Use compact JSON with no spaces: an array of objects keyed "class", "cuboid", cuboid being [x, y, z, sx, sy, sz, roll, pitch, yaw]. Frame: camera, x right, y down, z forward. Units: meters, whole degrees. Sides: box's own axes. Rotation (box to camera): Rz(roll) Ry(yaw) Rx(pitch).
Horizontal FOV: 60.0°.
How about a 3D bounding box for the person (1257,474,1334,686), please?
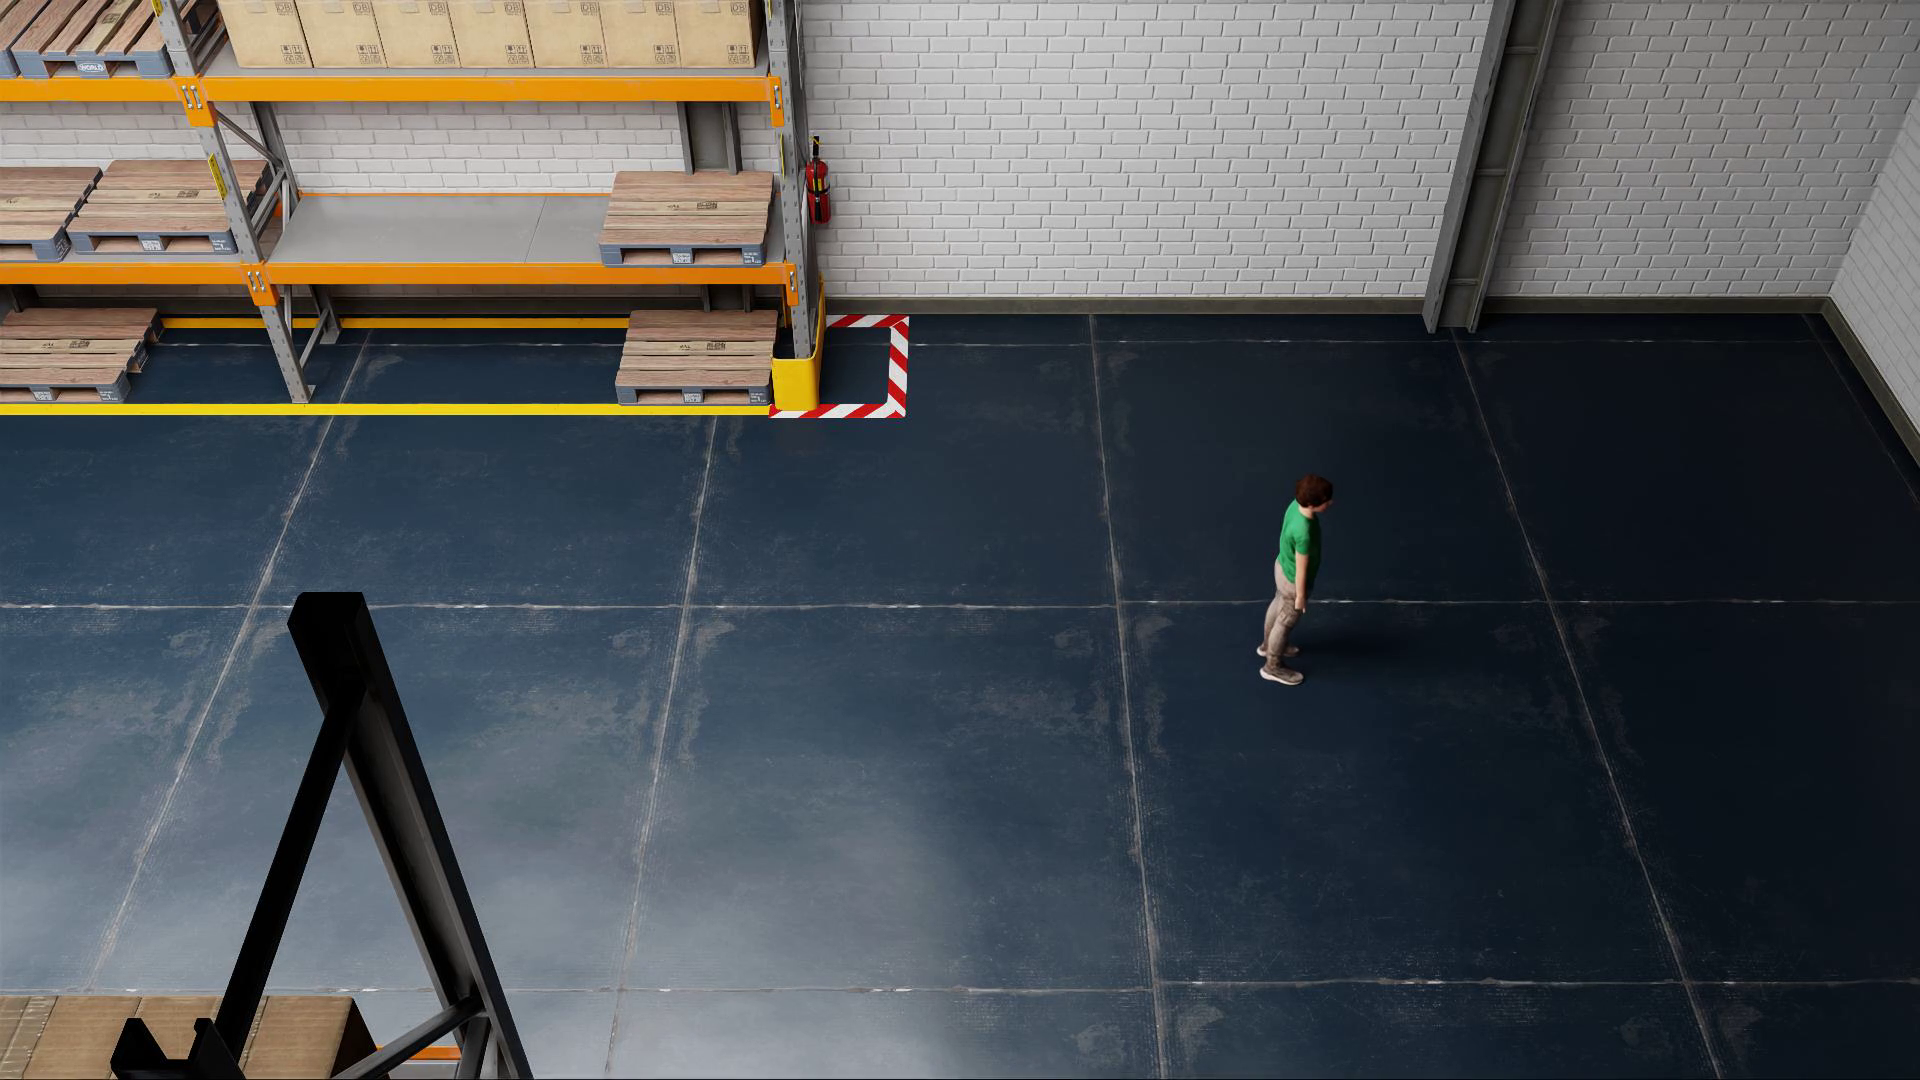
[{"class":"person","cuboid":[2.115,0.223,10.567,0.538,1.651,0.598,4,44,4]}]
